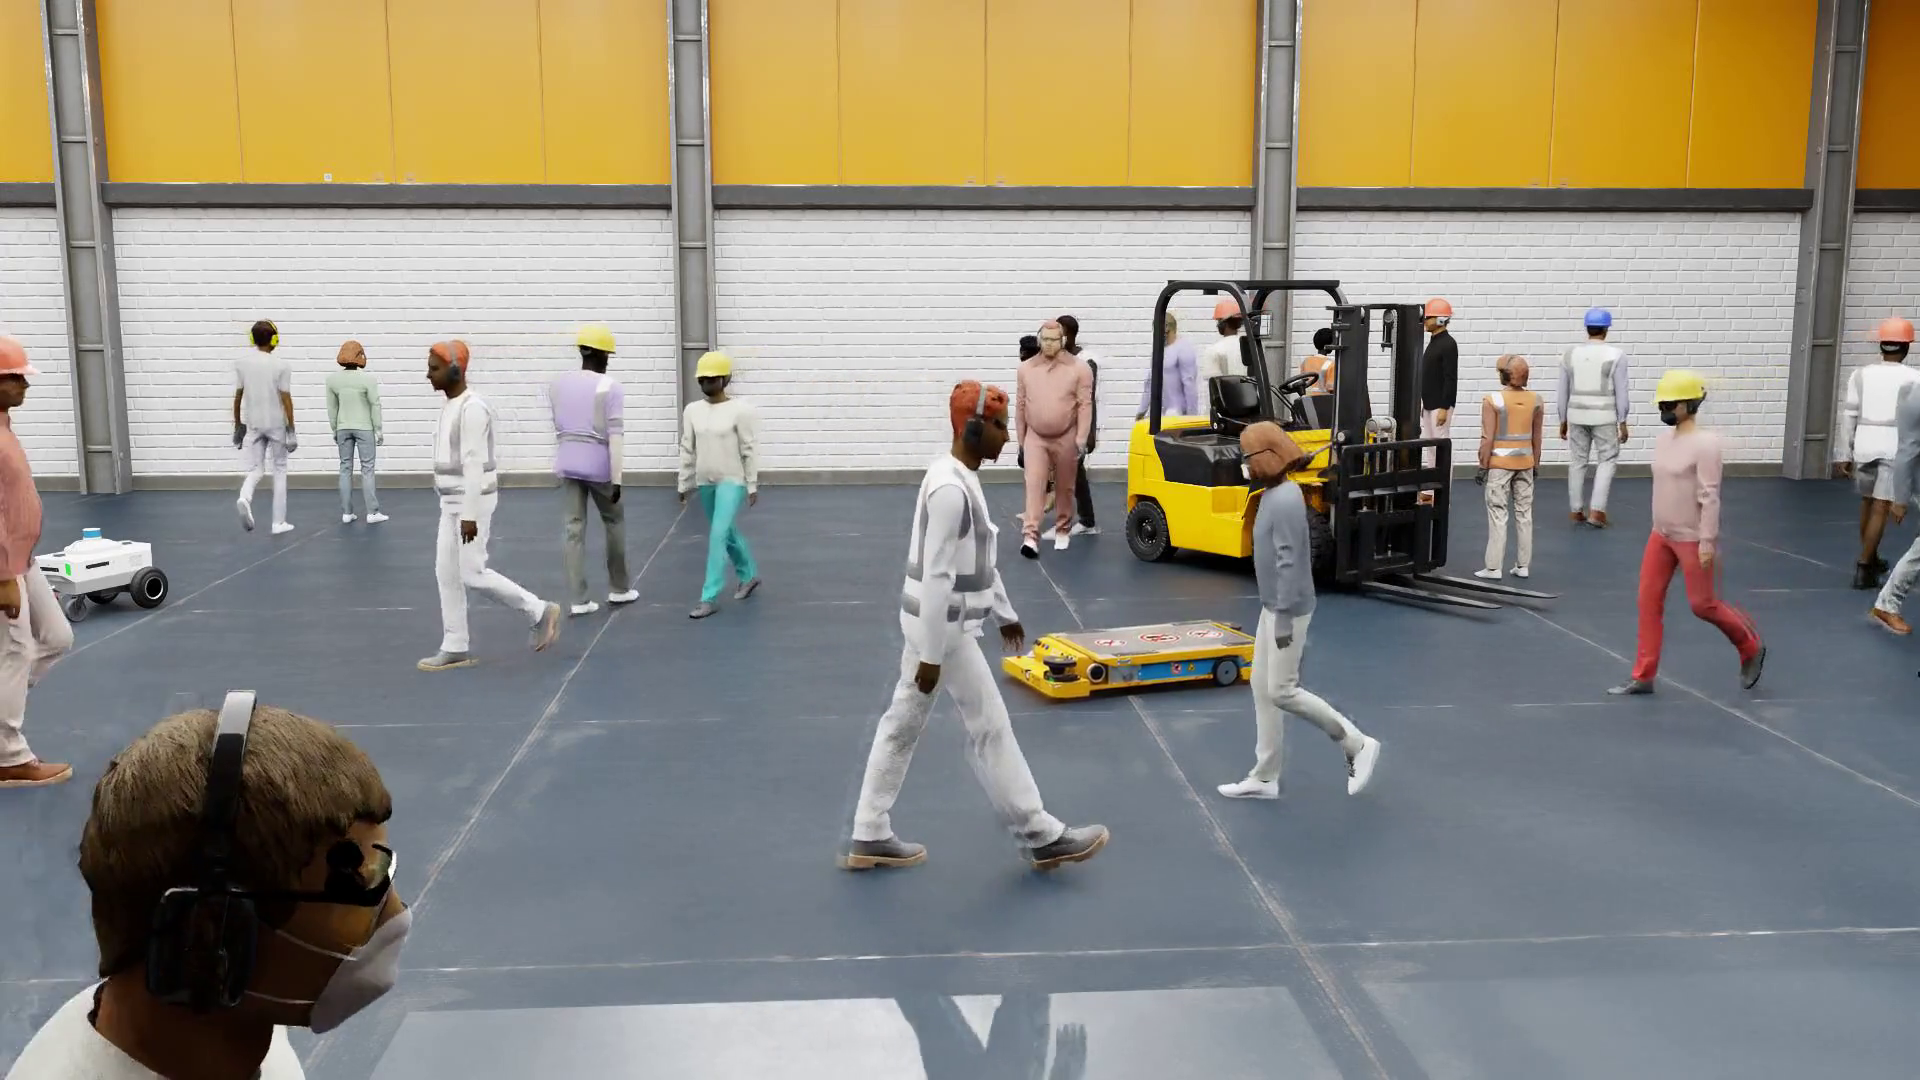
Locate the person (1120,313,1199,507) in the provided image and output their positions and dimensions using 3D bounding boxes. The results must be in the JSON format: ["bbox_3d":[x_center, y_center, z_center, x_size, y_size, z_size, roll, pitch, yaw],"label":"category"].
[{"bbox_3d":[1.949,-1.184,15.541,1.023,1.873,0.628,-3,10,-19],"label":"person"}]

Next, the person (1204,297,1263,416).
[{"bbox_3d":[2.390,-1.125,14.708,0.611,2.043,0.614,-4,10,-24],"label":"person"}]

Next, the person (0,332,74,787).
[{"bbox_3d":[-4.087,0.096,7.152,0.440,1.974,0.643,-3,10,-21],"label":"person"}]

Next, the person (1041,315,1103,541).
[{"bbox_3d":[0.897,-0.925,13.888,0.807,1.875,0.651,-5,10,-27],"label":"person"}]

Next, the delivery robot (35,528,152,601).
[{"bbox_3d":[-5.666,0.164,10.884,0.477,0.478,0.707,3,10,21],"label":"delivery robot"}]

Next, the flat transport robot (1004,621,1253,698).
[{"bbox_3d":[1.022,0.636,9.103,1.431,0.197,0.652,-3,10,-21],"label":"flat transport robot"}]

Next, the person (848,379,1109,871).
[{"bbox_3d":[0.042,0.331,6.112,1.000,1.826,0.606,0,9,-3],"label":"person"}]

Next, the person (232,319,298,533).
[{"bbox_3d":[-5.917,-0.942,14.083,0.523,1.854,0.666,0,9,1],"label":"person"}]

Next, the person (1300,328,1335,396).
[{"bbox_3d":[3.640,-1.297,16.806,0.319,1.690,0.534,-5,10,-28],"label":"person"}]

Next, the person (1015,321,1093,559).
[{"bbox_3d":[0.720,-0.790,13.107,0.641,1.849,1.007,2,9,13],"label":"person"}]

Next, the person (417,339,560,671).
[{"bbox_3d":[-2.695,-0.198,9.354,0.701,1.864,0.582,-6,11,-35],"label":"person"}]

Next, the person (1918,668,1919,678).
[{"bbox_3d":[5.546,-0.072,9.051,0.544,1.704,0.920,7,11,37],"label":"person"}]

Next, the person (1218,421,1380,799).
[{"bbox_3d":[1.426,0.307,6.962,0.585,1.605,0.555,0,9,3],"label":"person"}]

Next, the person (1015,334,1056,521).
[{"bbox_3d":[0.670,-1.000,14.941,0.375,1.686,0.532,1,9,6],"label":"person"}]

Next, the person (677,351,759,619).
[{"bbox_3d":[-1.590,-0.397,11.054,0.532,1.722,0.907,4,10,25],"label":"person"}]

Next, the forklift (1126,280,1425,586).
[{"bbox_3d":[2.301,-0.860,12.475,1.214,2.155,2.313,-6,11,-35],"label":"forklift"}]

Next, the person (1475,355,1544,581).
[{"bbox_3d":[3.985,-0.519,12.073,0.524,1.639,0.306,-3,9,-17],"label":"person"}]

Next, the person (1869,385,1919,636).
[{"bbox_3d":[5.854,-0.292,9.904,0.639,1.894,1.011,-4,10,-22],"label":"person"}]

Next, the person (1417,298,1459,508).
[{"bbox_3d":[4.517,-1.291,15.802,0.381,1.996,0.608,0,9,-1],"label":"person"}]

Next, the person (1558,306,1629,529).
[{"bbox_3d":[5.573,-1.077,14.628,0.623,1.946,0.411,9,13,44],"label":"person"}]

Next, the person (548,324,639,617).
[{"bbox_3d":[-2.399,-0.472,10.991,0.578,1.886,0.801,3,9,16],"label":"person"}]

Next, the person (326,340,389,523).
[{"bbox_3d":[-5.401,-0.965,14.889,0.497,1.633,0.285,1,9,7],"label":"person"}]

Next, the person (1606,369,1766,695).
[{"bbox_3d":[3.861,-0.030,8.731,0.802,1.741,0.527,-2,9,-13],"label":"person"}]

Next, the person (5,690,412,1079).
[{"bbox_3d":[-0.682,1.058,1.422,0.944,1.891,0.637,-4,10,-23],"label":"person"}]

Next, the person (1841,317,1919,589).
[{"bbox_3d":[6.639,-0.623,11.863,0.895,1.905,0.545,-6,11,-35],"label":"person"}]
